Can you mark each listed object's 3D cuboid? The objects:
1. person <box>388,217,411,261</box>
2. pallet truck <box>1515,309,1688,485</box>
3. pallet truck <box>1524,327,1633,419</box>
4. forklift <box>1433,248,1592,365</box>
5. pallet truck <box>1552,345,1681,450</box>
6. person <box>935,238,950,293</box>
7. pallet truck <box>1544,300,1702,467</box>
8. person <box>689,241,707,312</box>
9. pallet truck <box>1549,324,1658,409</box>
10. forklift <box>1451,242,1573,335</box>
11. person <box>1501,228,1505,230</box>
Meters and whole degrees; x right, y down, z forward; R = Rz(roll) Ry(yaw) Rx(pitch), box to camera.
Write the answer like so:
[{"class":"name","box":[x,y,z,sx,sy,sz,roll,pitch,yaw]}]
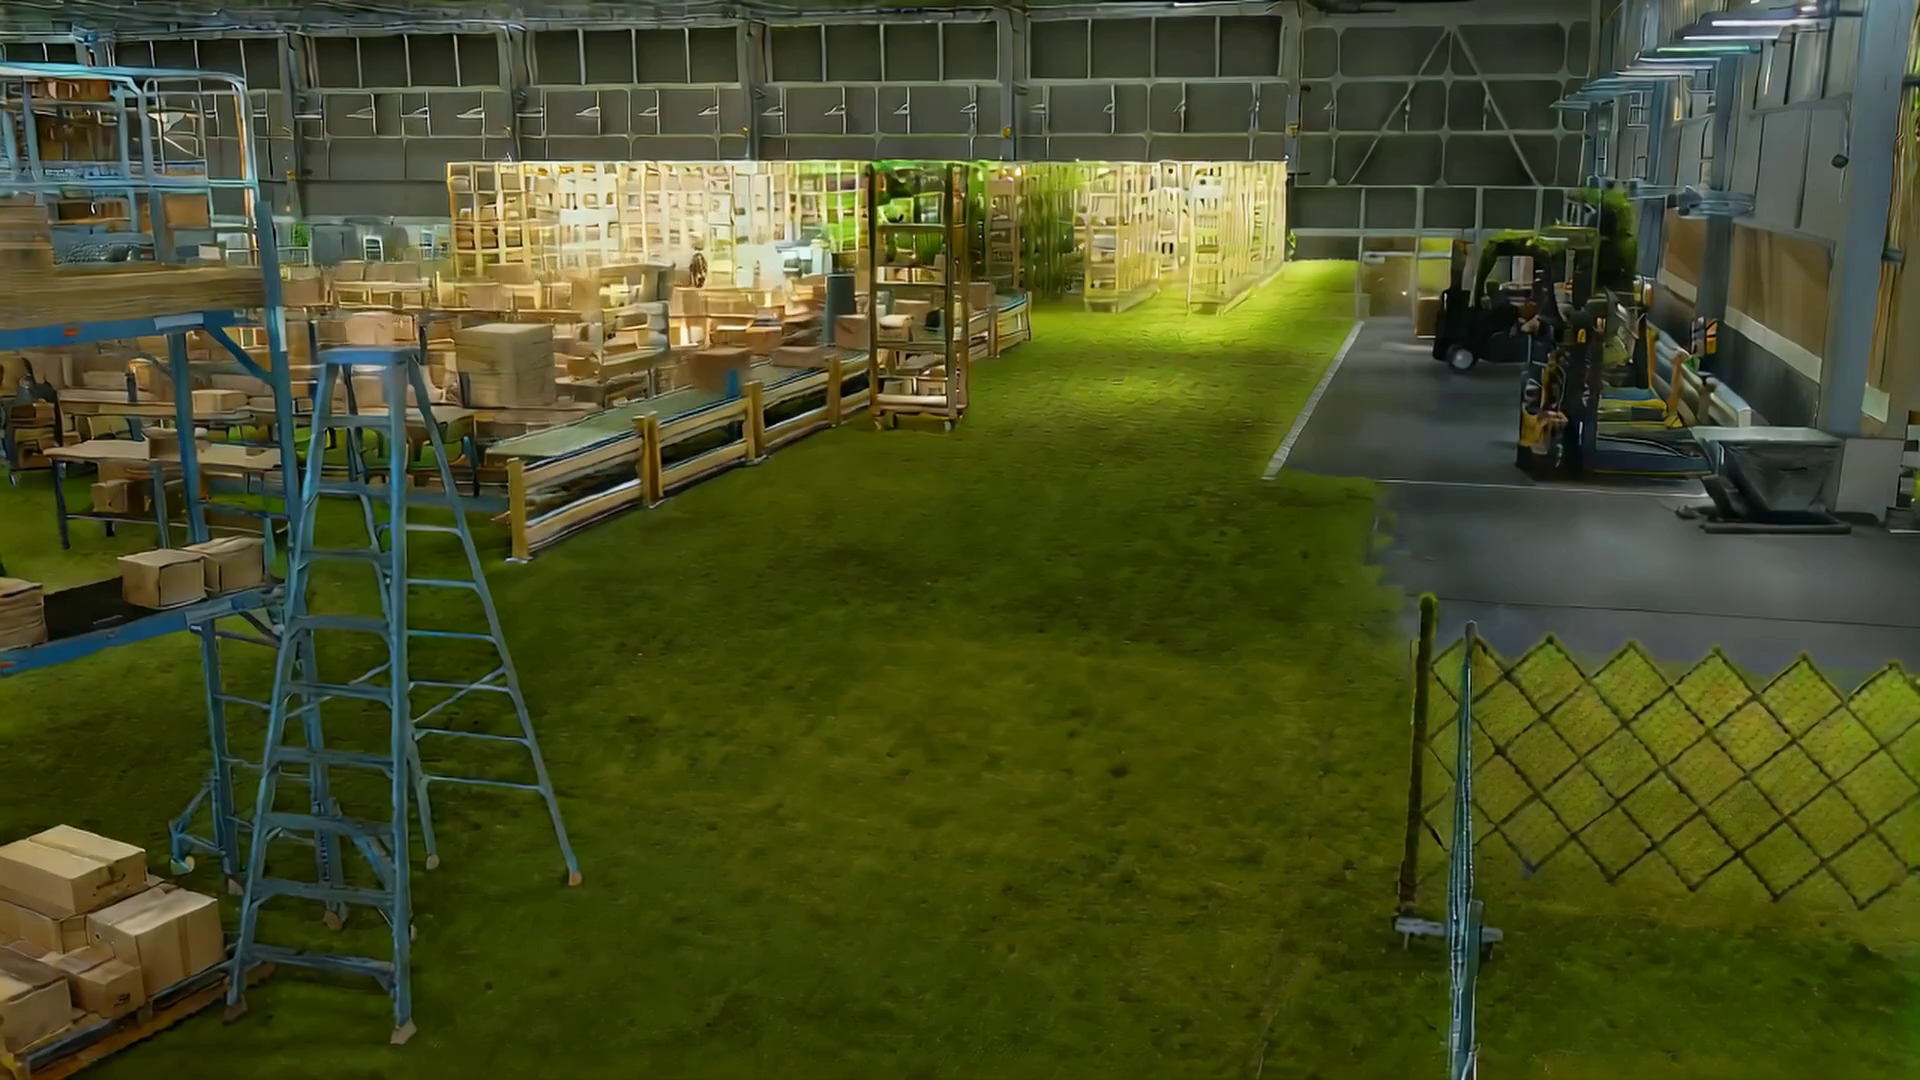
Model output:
[{"class":"person","box":[-17.200,-8.934,51.011,0.623,1.903,1.112,2,13,7]},{"class":"pallet truck","box":[7.554,-1.677,19.446,1.885,1.965,0.823,3,13,14]},{"class":"pallet truck","box":[9.065,-2.460,24.370,1.522,1.261,0.704,3,13,14]},{"class":"forklift","box":[9.780,-4.111,29.280,2.680,1.987,1.157,3,13,14]},{"class":"pallet truck","box":[8.641,-1.896,21.908,1.630,1.274,0.653,4,14,16]},{"class":"person","box":[-0.321,-5.927,37.998,0.403,1.911,0.637,6,14,23]},{"class":"pallet truck","box":[8.263,-1.952,20.631,1.885,1.965,0.823,5,14,20]},{"class":"person","box":[-6.087,-6.055,38.748,0.403,1.820,0.602,-3,13,-15]},{"class":"pallet truck","box":[9.824,-2.669,25.407,1.601,1.201,0.680,4,14,16]},{"class":"forklift","box":[10.464,-4.597,31.405,2.680,1.987,1.157,4,14,16]},{"class":"person","box":[14.714,-7.527,45.104,0.659,1.832,0.389,-3,13,-12]}]
